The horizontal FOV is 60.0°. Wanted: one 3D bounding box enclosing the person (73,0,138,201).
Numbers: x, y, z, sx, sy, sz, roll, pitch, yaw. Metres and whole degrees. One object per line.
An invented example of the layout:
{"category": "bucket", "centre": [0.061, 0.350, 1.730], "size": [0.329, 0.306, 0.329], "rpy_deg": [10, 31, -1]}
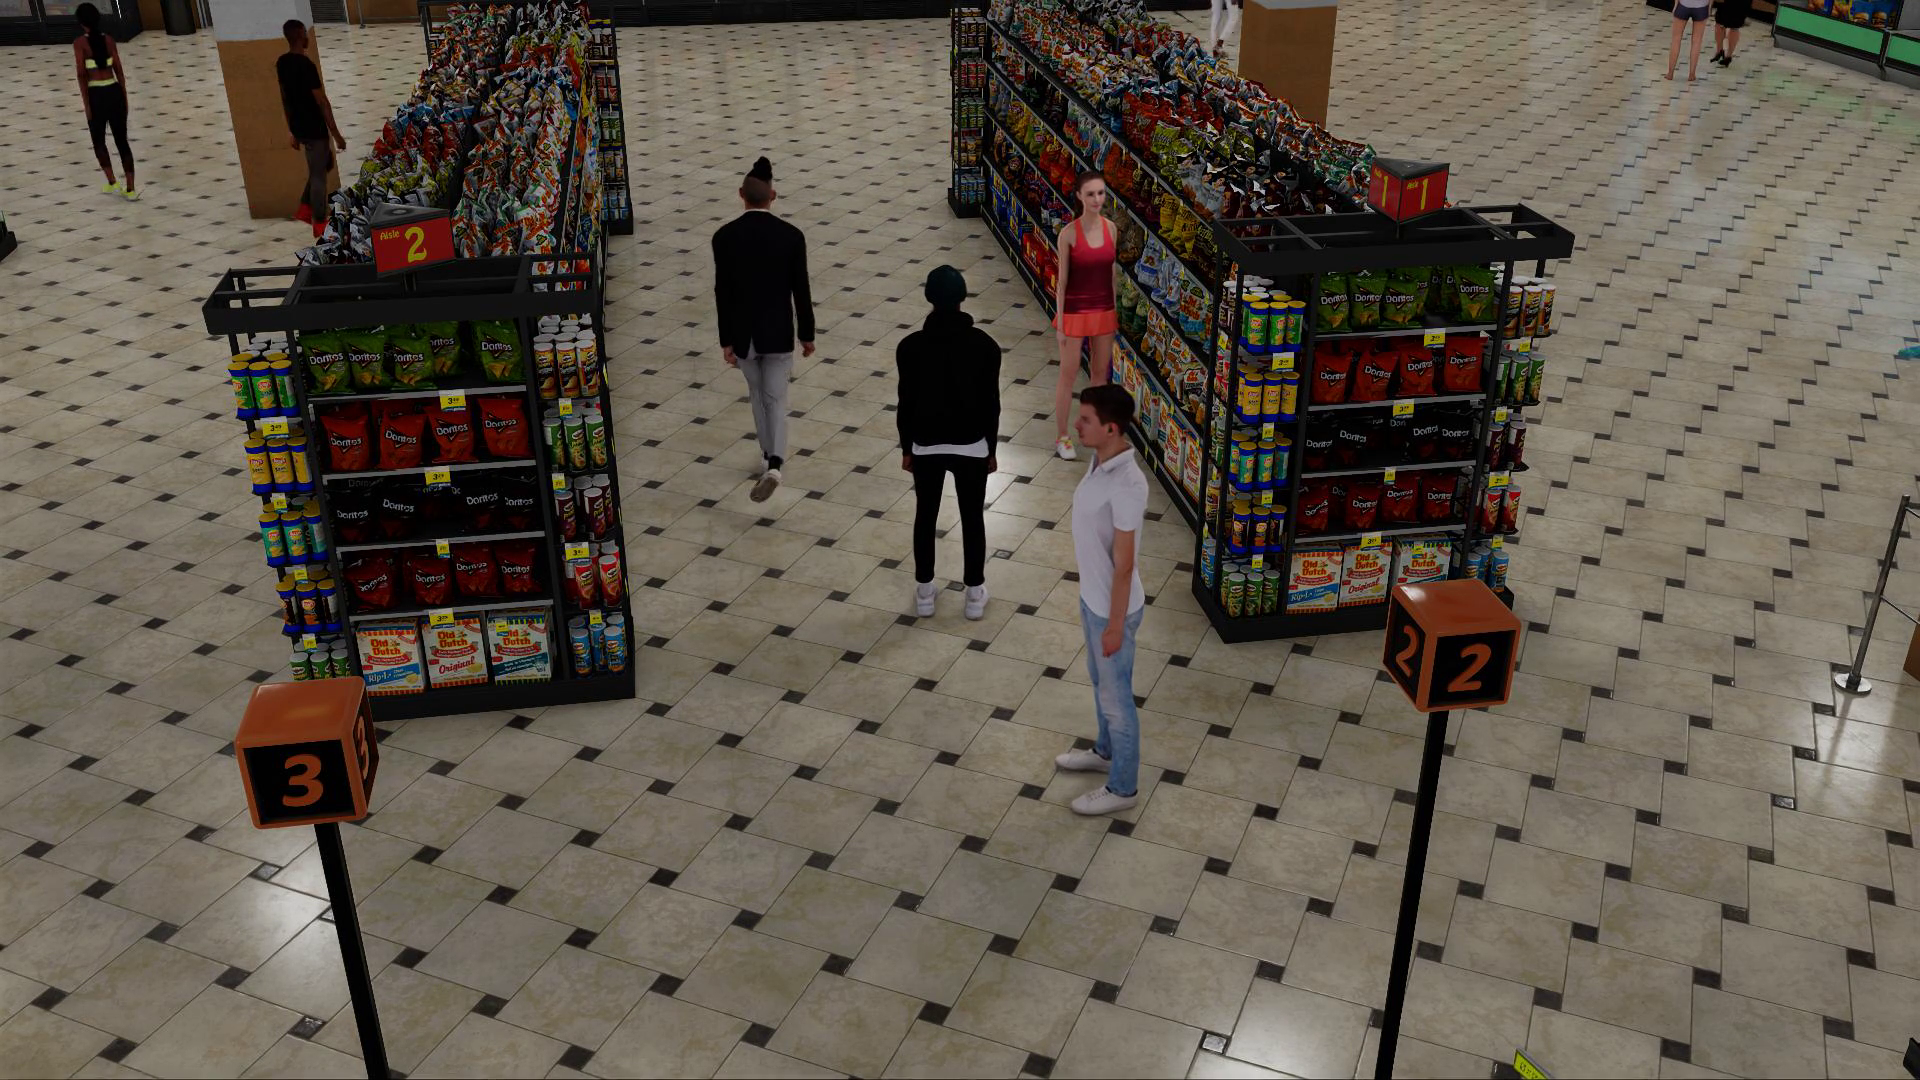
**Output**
{"category": "person", "centre": [-7.716, -3.952, 15.117], "size": [0.820, 1.737, 0.753], "rpy_deg": [24, 35, 38]}

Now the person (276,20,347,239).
{"category": "person", "centre": [-5.583, -3.437, 14.043], "size": [0.879, 1.791, 0.800], "rpy_deg": [-23, 35, -38]}

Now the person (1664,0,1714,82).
{"category": "person", "centre": [8.803, -6.410, 19.999], "size": [0.678, 1.706, 0.691], "rpy_deg": [10, 29, 19]}

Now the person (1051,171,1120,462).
{"category": "person", "centre": [0.761, -1.348, 9.964], "size": [0.609, 1.753, 0.608], "rpy_deg": [-11, 29, -20]}

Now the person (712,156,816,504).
{"category": "person", "centre": [-1.127, -1.123, 9.360], "size": [0.819, 1.899, 1.242], "rpy_deg": [-1, 27, -3]}

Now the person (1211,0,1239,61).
{"category": "person", "centre": [3.273, -6.904, 20.961], "size": [0.757, 1.715, 0.817], "rpy_deg": [18, 32, 32]}

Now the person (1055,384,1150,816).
{"category": "person", "centre": [0.615, 0.240, 6.725], "size": [0.706, 1.851, 0.456], "rpy_deg": [-4, 27, -7]}

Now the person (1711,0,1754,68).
{"category": "person", "centre": [9.682, -6.712, 20.647], "size": [0.744, 1.658, 0.718], "rpy_deg": [0, 27, -1]}

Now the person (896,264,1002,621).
{"category": "person", "centre": [-0.052, -0.465, 8.152], "size": [0.722, 1.818, 0.674], "rpy_deg": [2, 27, 4]}
